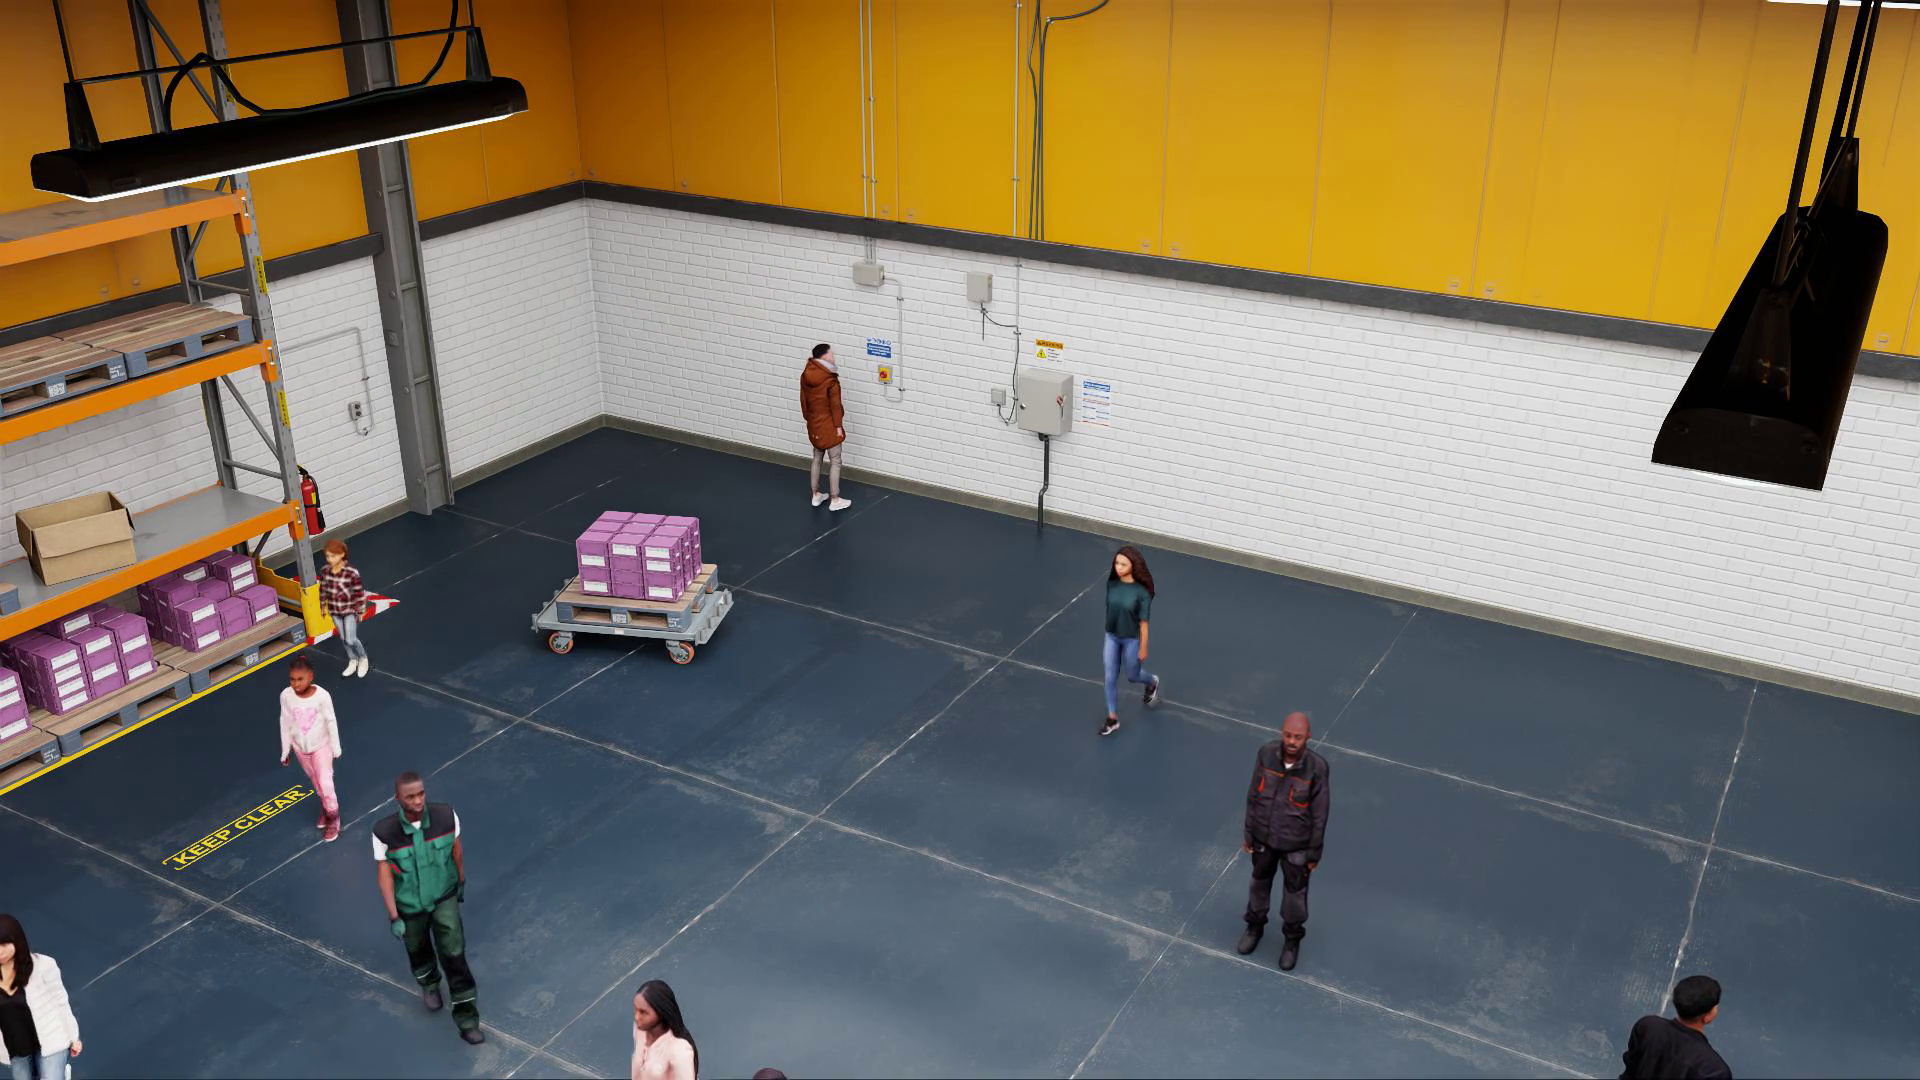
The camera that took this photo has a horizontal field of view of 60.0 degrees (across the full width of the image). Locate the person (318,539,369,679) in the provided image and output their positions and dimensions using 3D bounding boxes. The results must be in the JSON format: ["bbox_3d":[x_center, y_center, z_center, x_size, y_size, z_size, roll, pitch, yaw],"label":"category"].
[{"bbox_3d":[-5.366,0.563,14.573,0.588,1.297,0.578,6,24,13],"label":"person"}]

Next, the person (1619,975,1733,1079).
[{"bbox_3d":[3.579,2.968,8.428,0.761,1.811,0.784,-15,28,-31],"label":"person"}]

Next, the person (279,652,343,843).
[{"bbox_3d":[-4.775,1.473,12.327,0.684,1.429,0.775,2,24,5],"label":"person"}]

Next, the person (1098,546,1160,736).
[{"bbox_3d":[1.402,0.792,13.676,0.687,1.597,1.014,18,30,36],"label":"person"}]

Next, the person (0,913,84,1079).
[{"bbox_3d":[-5.122,2.724,9.224,0.969,1.620,1.042,-5,24,-12],"label":"person"}]

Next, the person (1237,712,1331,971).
[{"bbox_3d":[2.120,1.907,10.848,0.685,1.818,0.567,14,27,28],"label":"person"}]

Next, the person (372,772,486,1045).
[{"bbox_3d":[-3.321,2.181,10.249,1.145,1.796,1.102,-11,26,-24],"label":"person"}]

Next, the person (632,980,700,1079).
[{"bbox_3d":[-1.428,2.964,8.563,0.764,1.711,0.748,-19,30,-37],"label":"person"}]

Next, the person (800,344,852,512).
[{"bbox_3d":[-1.464,-1.229,17.999,0.746,1.836,0.731,18,29,35],"label":"person"}]
